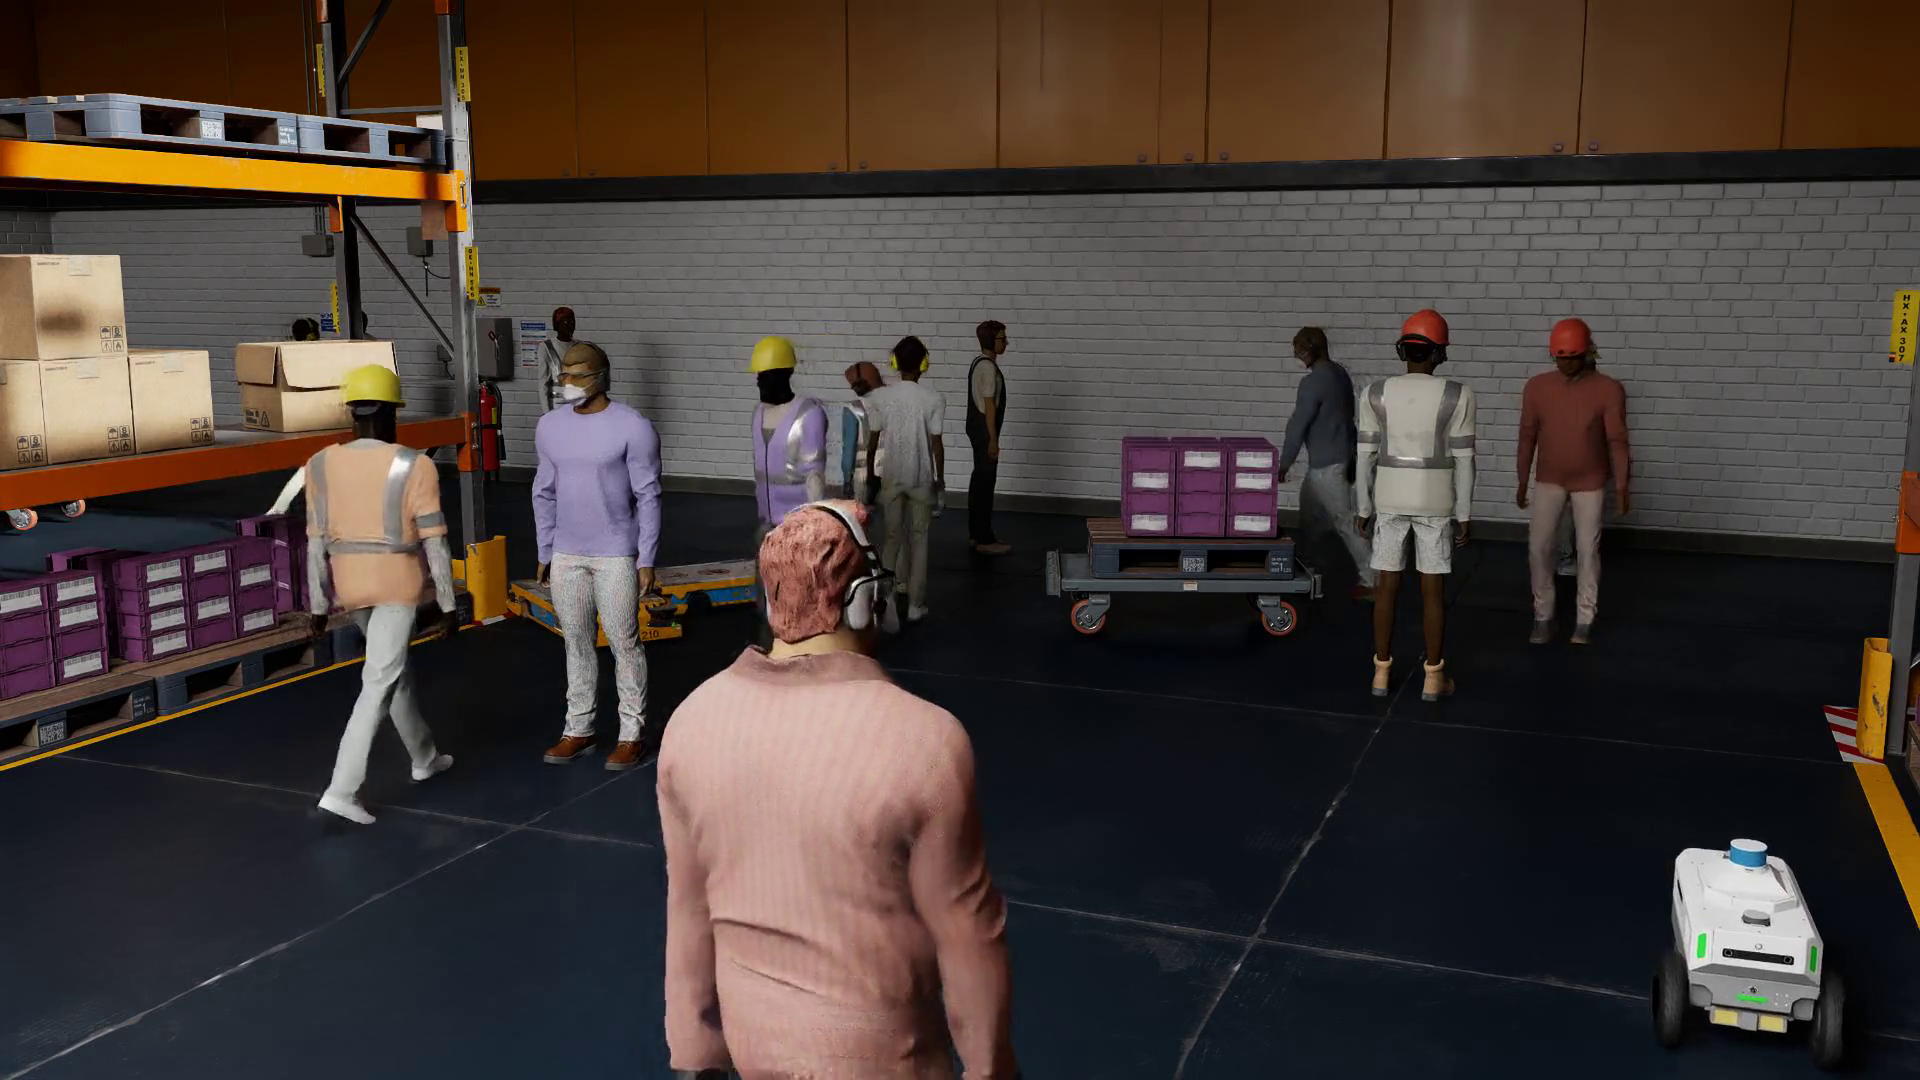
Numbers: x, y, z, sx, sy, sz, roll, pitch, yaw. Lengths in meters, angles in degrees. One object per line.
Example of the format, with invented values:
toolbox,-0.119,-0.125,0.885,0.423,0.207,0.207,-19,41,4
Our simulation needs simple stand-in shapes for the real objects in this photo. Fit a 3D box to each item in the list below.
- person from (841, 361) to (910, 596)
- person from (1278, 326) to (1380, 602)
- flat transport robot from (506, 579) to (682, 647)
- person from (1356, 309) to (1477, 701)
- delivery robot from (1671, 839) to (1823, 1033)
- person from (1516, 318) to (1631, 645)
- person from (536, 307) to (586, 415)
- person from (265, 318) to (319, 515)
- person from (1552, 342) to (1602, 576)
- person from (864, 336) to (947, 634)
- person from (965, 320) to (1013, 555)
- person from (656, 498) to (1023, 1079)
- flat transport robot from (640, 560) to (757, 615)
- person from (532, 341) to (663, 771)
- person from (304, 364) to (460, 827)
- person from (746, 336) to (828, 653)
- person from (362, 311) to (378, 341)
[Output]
person,-0.524,-0.417,11.445,0.694,1.622,0.448,-7,12,-37
person,2.466,-0.512,11.321,1.013,1.864,0.650,5,11,29
flat transport robot,-2.318,0.424,10.424,0.652,0.197,1.431,-6,11,-31
person,2.391,-0.183,8.741,0.611,2.042,0.396,5,11,27
delivery robot,2.336,1.136,4.964,0.477,0.478,0.707,3,10,19
person,3.636,-0.332,9.895,0.683,1.954,0.640,6,11,30
person,-3.705,-1.246,15.668,0.346,1.882,0.584,7,11,35
person,-5.646,-0.998,14.342,0.532,1.833,0.943,6,11,32
person,4.527,-0.610,12.238,0.294,1.744,0.487,0,9,1
person,-0.350,-0.349,10.384,0.535,1.840,0.832,2,10,10
person,0.221,-0.811,13.149,0.349,1.845,0.506,-2,9,-9
person,-0.257,0.874,2.845,0.632,1.884,0.844,7,12,37
flat transport robot,-1.580,0.298,11.186,1.431,0.197,0.652,-6,11,-31
person,-1.642,0.074,7.506,0.635,1.936,0.354,3,10,20
person,-2.430,0.208,6.926,0.609,1.872,1.024,2,10,13
person,-0.873,-0.157,9.008,0.591,1.905,0.767,8,12,40
person,-5.994,-1.377,16.581,0.429,1.846,0.626,0,9,2
